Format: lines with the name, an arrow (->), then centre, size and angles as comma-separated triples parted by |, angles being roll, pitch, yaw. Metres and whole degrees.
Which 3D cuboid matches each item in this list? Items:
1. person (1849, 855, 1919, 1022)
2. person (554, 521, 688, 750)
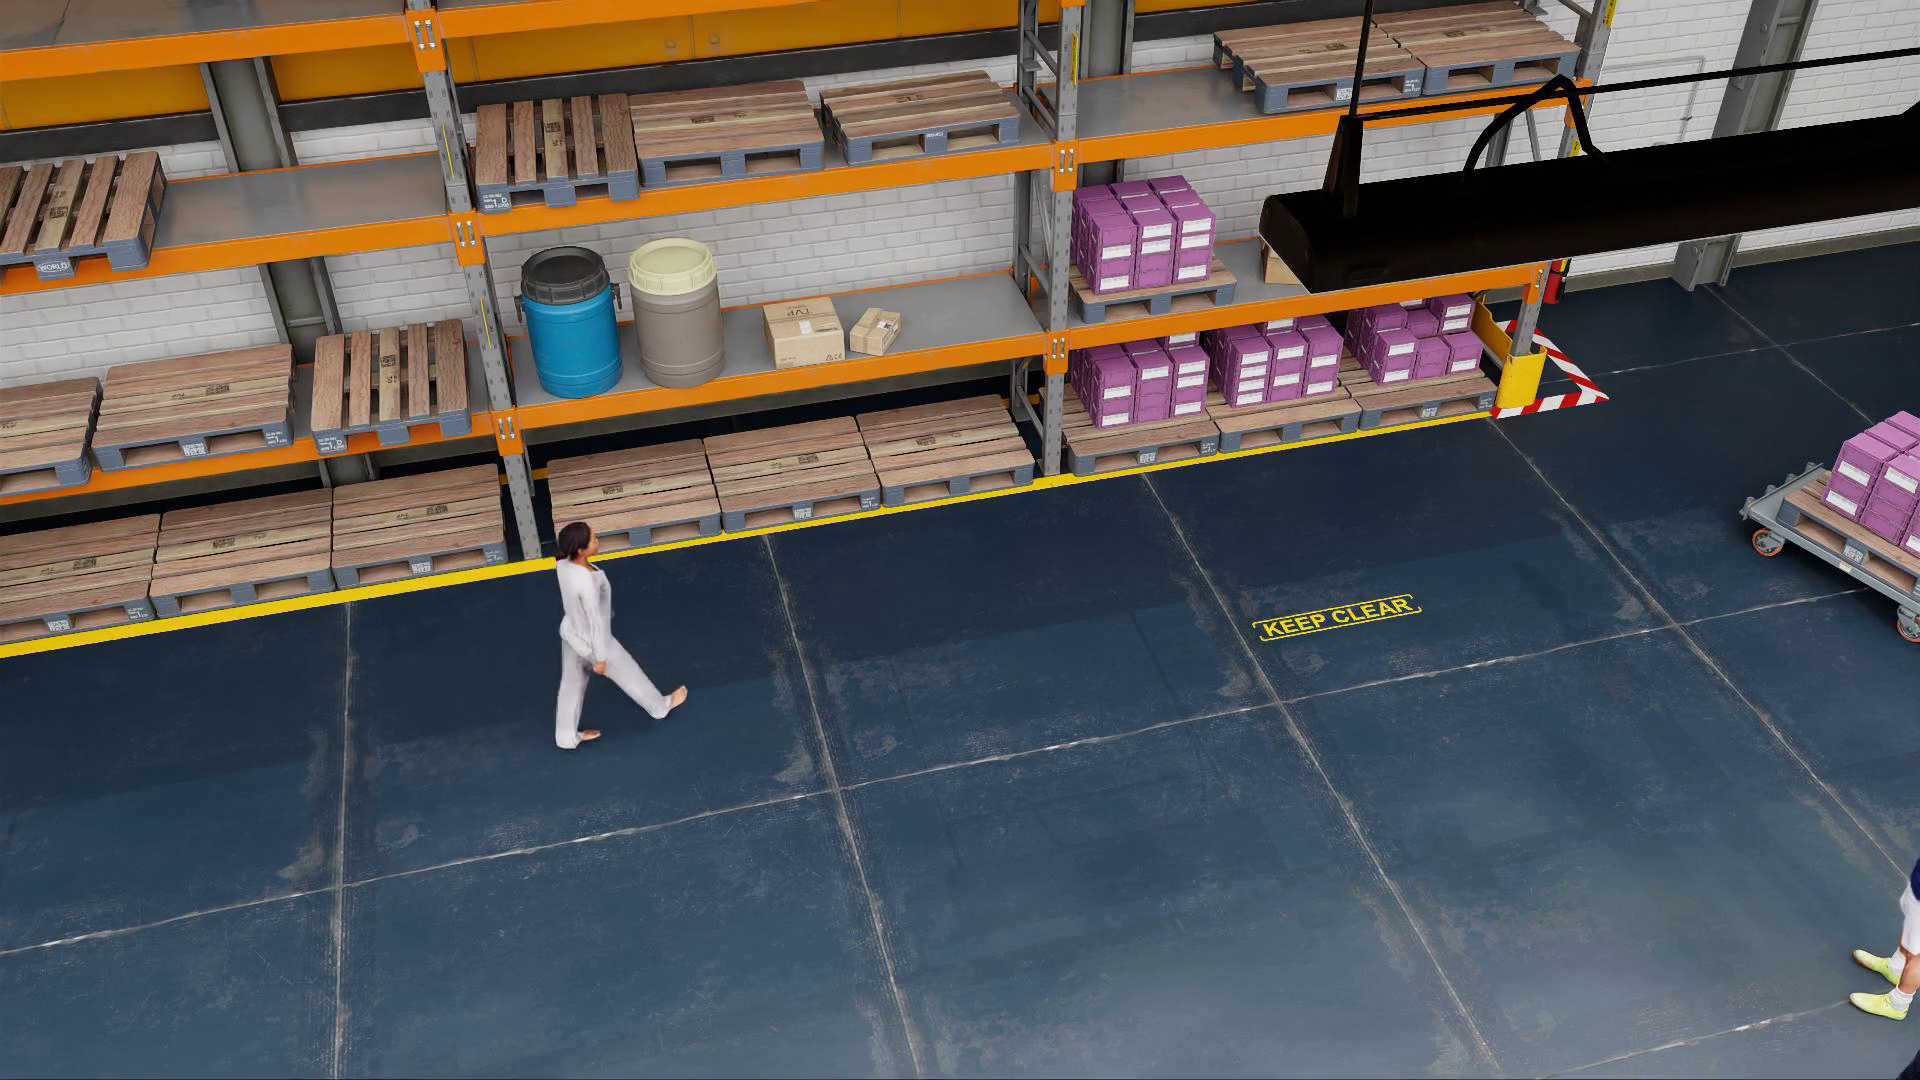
person -> 5.121, 1.802, 8.677 | 0.762, 1.838, 0.717 | 17, 42, 20
person -> -2.360, 0.633, 10.257 | 1.187, 1.693, 0.917 | -26, 45, -29
